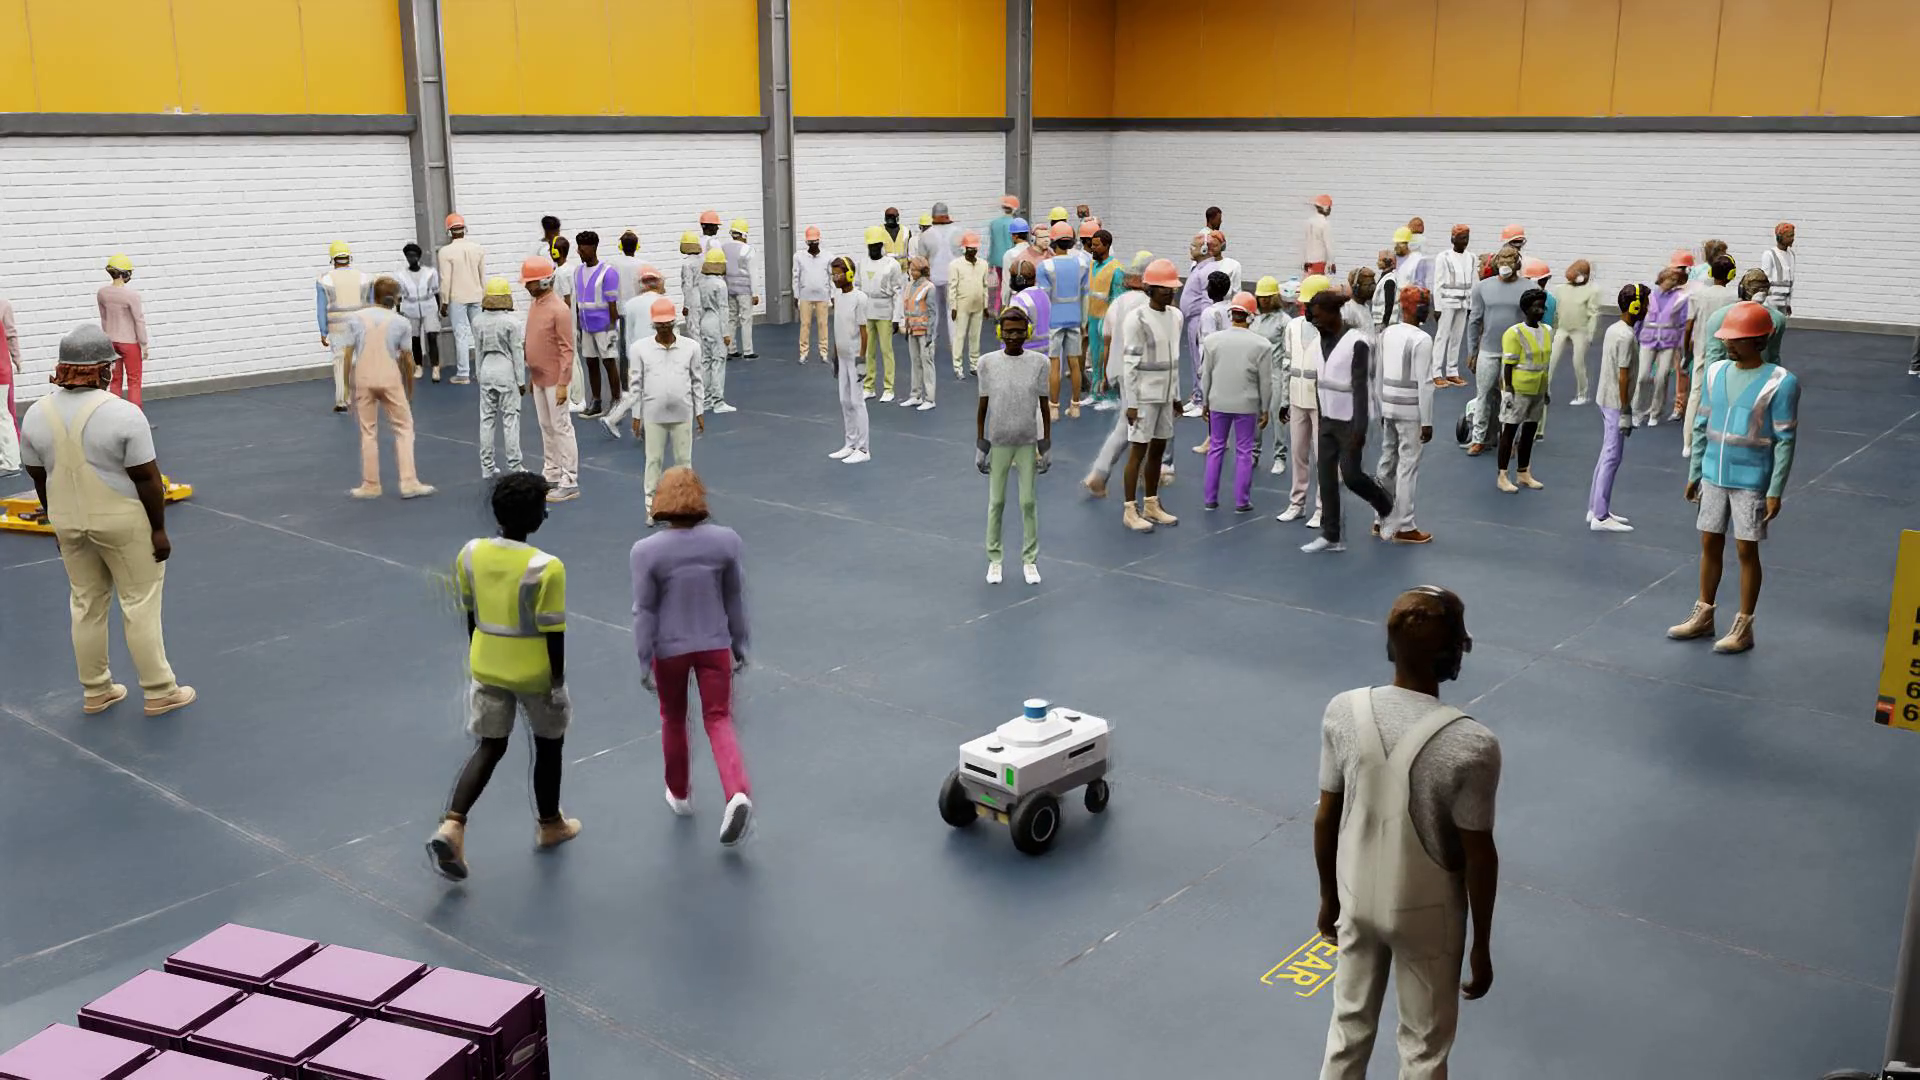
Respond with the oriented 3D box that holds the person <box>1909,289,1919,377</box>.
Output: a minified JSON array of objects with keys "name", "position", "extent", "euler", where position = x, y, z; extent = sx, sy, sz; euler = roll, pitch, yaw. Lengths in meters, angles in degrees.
[{"name":"person","position":[11.823,-2.915,20.100],"extent":[0.396,1.909,0.590],"euler":[1,14,4]}]

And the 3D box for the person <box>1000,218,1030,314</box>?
[{"name":"person","position":[0.719,-2.820,19.644],"extent":[0.605,1.941,0.415],"euler":[-13,19,-41]}]

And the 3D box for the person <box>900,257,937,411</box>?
[{"name":"person","position":[-0.427,-2.215,17.843],"extent":[0.310,1.637,0.514],"euler":[-9,17,-32]}]

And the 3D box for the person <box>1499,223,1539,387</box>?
[{"name":"person","position":[5.886,-2.387,17.832],"extent":[0.624,1.986,0.410],"euler":[0,14,-1]}]

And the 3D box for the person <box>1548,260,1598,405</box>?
[{"name":"person","position":[6.587,-2.228,17.995],"extent":[0.556,1.591,0.641],"euler":[9,17,31]}]

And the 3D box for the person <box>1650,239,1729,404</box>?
[{"name":"person","position":[7.949,-2.350,18.032],"extent":[0.605,1.818,0.522],"euler":[0,14,2]}]

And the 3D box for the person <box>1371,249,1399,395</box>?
[{"name":"person","position":[4.800,-2.464,18.833],"extent":[0.307,1.641,0.514],"euler":[1,14,4]}]

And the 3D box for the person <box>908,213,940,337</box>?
[{"name":"person","position":[-0.488,-3.792,23.886],"extent":[0.525,1.769,0.309],"euler":[-4,15,-16]}]

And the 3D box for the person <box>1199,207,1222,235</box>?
[{"name":"person","position":[3.413,-3.645,23.017],"extent":[0.390,1.908,0.600],"euler":[5,15,21]}]

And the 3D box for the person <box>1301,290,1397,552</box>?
[{"name":"person","position":[2.798,-0.850,11.910],"extent":[0.702,1.871,0.660],"euler":[-7,15,-25]}]

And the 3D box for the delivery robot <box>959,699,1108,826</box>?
[{"name":"delivery robot","position":[0.326,0.937,7.253],"extent":[0.477,0.478,0.707],"euler":[13,19,41]}]

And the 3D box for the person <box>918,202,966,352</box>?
[{"name":"person","position":[-0.225,-3.551,22.362],"extent":[0.694,2.000,0.786],"euler":[-1,14,-5]}]

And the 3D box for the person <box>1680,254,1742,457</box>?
[{"name":"person","position":[6.868,-1.668,15.187],"extent":[0.539,1.869,0.313],"euler":[11,18,38]}]

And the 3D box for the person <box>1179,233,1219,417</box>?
[{"name":"person","position":[2.498,-2.250,17.427],"extent":[0.407,1.913,0.641],"euler":[0,14,0]}]

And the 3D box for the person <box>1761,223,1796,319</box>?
[{"name":"person","position":[9.649,-2.796,19.666],"extent":[0.584,1.882,0.346],"euler":[-10,17,-34]}]

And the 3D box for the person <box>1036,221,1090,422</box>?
[{"name":"person","position":[1.033,-2.239,17.113],"extent":[0.605,2.045,0.378],"euler":[-6,15,-24]}]

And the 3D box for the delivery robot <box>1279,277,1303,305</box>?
[{"name":"delivery robot","position":[5.460,-4.066,27.244],"extent":[0.477,0.478,0.707],"euler":[-2,14,-8]}]

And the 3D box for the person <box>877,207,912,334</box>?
[{"name":"person","position":[-0.987,-3.925,24.270],"extent":[0.634,1.838,0.429],"euler":[-4,15,-14]}]

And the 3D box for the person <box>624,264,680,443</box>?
[{"name":"person","position":[-2.974,-1.783,15.991],"extent":[0.590,1.705,0.765],"euler":[5,15,20]}]

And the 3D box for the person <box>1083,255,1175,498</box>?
[{"name":"person","position":[1.394,-1.374,13.665],"extent":[0.975,2.000,0.729],"euler":[-7,16,-26]}]

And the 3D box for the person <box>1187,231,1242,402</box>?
[{"name":"person","position":[2.775,-2.434,18.217],"extent":[0.586,1.882,0.340],"euler":[6,15,23]}]

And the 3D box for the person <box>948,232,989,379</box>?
[{"name":"person","position":[0.119,-2.820,20.025],"extent":[0.559,1.752,0.326],"euler":[-9,17,-32]}]

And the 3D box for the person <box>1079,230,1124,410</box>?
[{"name":"person","position":[1.536,-2.358,17.845],"extent":[0.392,1.920,0.589],"euler":[-8,16,-28]}]

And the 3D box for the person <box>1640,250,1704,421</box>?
[{"name":"person","position":[7.382,-2.110,17.184],"extent":[0.327,1.753,0.562],"euler":[-9,16,-31]}]

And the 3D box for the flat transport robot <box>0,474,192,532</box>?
[{"name":"flat transport robot","position":[-6.819,-0.323,13.054],"extent":[0.652,0.197,1.431],"euler":[4,15,17]}]

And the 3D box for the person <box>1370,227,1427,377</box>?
[{"name":"person","position":[5.223,-2.833,19.966],"extent":[0.626,1.800,0.807],"euler":[13,19,41]}]

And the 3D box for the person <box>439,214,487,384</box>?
[{"name":"person","position":[-5.868,-2.843,19.644],"extent":[0.392,1.987,0.608],"euler":[12,18,39]}]

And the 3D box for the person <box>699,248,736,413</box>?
[{"name":"person","position":[-2.591,-2.228,17.703],"extent":[0.329,1.734,0.482],"euler":[-10,17,-35]}]

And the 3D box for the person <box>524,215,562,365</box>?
[{"name":"person","position":[-5.244,-3.091,20.780],"extent":[0.604,1.923,0.690],"euler":[-5,15,-18]}]

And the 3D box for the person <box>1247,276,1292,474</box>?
[{"name":"person","position":[2.681,-1.443,14.580],"extent":[0.496,1.733,0.377],"euler":[12,18,39]}]

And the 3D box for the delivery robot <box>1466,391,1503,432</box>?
[{"name":"delivery robot","position":[5.157,-1.278,16.103],"extent":[0.477,0.478,0.707],"euler":[9,16,31]}]

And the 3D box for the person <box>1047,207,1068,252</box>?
[{"name":"person","position":[1.338,-3.525,22.489],"extent":[0.376,1.925,0.594],"euler":[4,14,14]}]

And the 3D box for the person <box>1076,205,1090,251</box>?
[{"name":"person","position":[2.183,-5.069,29.264],"extent":[0.312,1.634,0.514],"euler":[2,14,10]}]

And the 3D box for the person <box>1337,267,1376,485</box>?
[{"name":"person","position":[3.359,-1.393,14.134],"extent":[0.334,1.845,0.513],"euler":[8,16,29]}]

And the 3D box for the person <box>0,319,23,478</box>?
[{"name":"person","position":[-8.418,-1.410,14.414],"extent":[0.353,1.743,0.568],"euler":[-8,16,-30]}]

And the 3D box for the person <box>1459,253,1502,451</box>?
[{"name":"person","position":[4.956,-1.753,15.572],"extent":[0.396,1.847,0.564],"euler":[9,17,33]}]

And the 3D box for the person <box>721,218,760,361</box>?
[{"name":"person","position":[-2.840,-3.232,21.526],"extent":[0.591,1.826,0.403],"euler":[9,17,32]}]

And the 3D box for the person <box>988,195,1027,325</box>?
[{"name":"person","position":[0.737,-4.168,24.956],"extent":[0.646,1.973,0.436],"euler":[9,17,33]}]

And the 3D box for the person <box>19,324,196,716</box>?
[{"name":"person","position":[-4.372,-0.102,8.581],"extent":[0.684,2.000,0.538],"euler":[2,14,7]}]

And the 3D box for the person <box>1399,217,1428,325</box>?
[{"name":"person","position":[6.913,-4.104,25.396],"extent":[0.286,1.633,0.501],"euler":[-11,18,-37]}]
